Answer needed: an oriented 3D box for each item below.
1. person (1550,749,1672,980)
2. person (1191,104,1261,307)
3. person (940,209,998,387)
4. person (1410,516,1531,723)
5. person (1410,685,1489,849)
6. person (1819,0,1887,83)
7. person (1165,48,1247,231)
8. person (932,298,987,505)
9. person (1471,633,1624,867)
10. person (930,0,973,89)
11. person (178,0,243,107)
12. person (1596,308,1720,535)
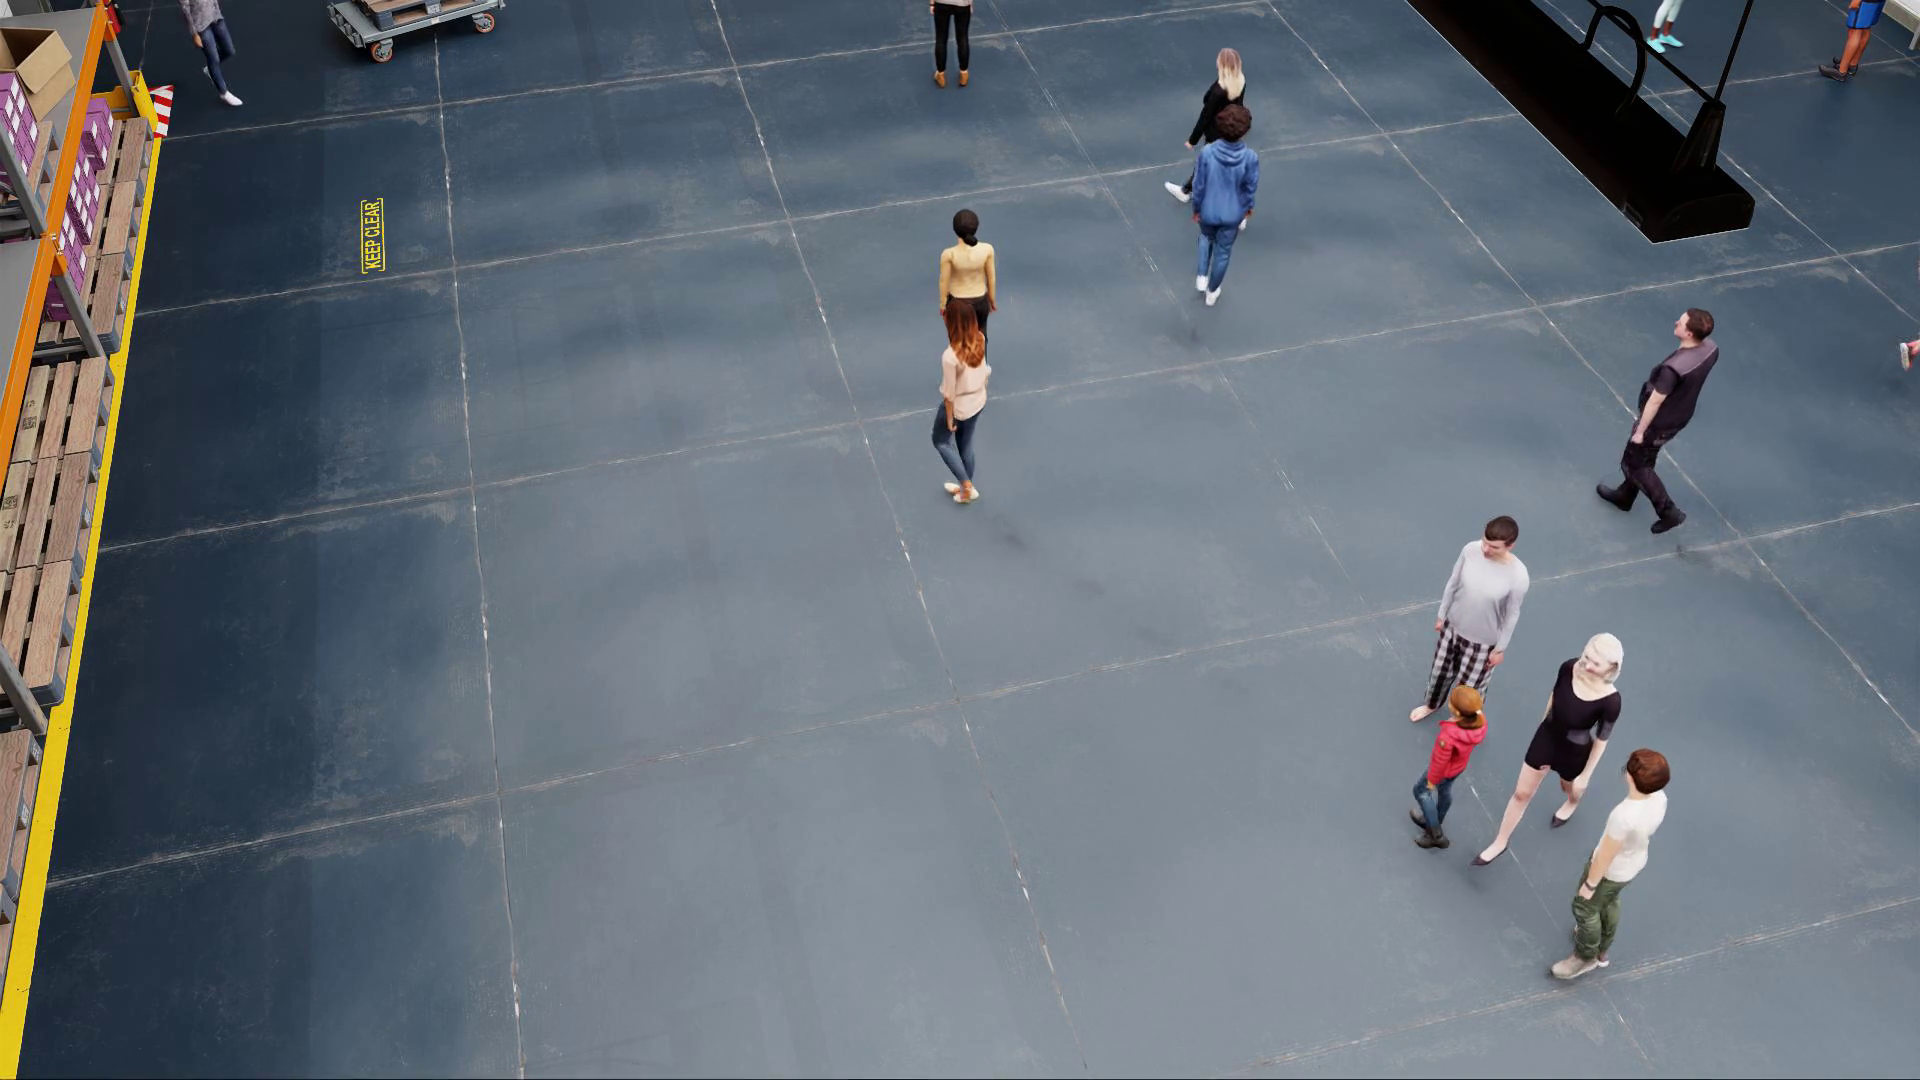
[{"bbox_3d":[3.594,1.791,9.103,0.740,1.636,0.740,33,52,30],"label":"person"},{"bbox_3d":[2.145,-2.704,13.704,0.785,1.797,0.803,13,45,13],"label":"person"},{"bbox_3d":[0.084,-1.798,12.857,0.624,1.653,0.705,-7,44,-7],"label":"person"},{"bbox_3d":[3.177,0.539,10.264,0.771,1.847,0.642,-32,52,-29],"label":"person"},{"bbox_3d":[2.920,1.361,9.790,0.619,1.309,0.675,-27,50,-26],"label":"person"},{"bbox_3d":[9.115,-5.474,16.612,0.699,1.797,0.692,-29,50,-27],"label":"person"},{"bbox_3d":[2.365,-3.465,14.619,1.180,1.637,1.065,26,49,25],"label":"person"},{"bbox_3d":[0.075,-0.926,11.850,0.729,1.780,0.783,-34,53,-30],"label":"person"},{"bbox_3d":[3.556,1.180,9.629,0.931,1.793,1.085,-30,51,-27],"label":"person"},{"bbox_3d":[-0.079,-5.350,16.539,0.650,1.718,0.623,1,44,1],"label":"person"},{"bbox_3d":[-7.454,-5.079,16.256,0.896,1.715,0.838,19,47,19],"label":"person"},{"bbox_3d":[5.014,-0.812,11.695,0.958,1.829,1.102,-30,51,-28],"label":"person"}]
